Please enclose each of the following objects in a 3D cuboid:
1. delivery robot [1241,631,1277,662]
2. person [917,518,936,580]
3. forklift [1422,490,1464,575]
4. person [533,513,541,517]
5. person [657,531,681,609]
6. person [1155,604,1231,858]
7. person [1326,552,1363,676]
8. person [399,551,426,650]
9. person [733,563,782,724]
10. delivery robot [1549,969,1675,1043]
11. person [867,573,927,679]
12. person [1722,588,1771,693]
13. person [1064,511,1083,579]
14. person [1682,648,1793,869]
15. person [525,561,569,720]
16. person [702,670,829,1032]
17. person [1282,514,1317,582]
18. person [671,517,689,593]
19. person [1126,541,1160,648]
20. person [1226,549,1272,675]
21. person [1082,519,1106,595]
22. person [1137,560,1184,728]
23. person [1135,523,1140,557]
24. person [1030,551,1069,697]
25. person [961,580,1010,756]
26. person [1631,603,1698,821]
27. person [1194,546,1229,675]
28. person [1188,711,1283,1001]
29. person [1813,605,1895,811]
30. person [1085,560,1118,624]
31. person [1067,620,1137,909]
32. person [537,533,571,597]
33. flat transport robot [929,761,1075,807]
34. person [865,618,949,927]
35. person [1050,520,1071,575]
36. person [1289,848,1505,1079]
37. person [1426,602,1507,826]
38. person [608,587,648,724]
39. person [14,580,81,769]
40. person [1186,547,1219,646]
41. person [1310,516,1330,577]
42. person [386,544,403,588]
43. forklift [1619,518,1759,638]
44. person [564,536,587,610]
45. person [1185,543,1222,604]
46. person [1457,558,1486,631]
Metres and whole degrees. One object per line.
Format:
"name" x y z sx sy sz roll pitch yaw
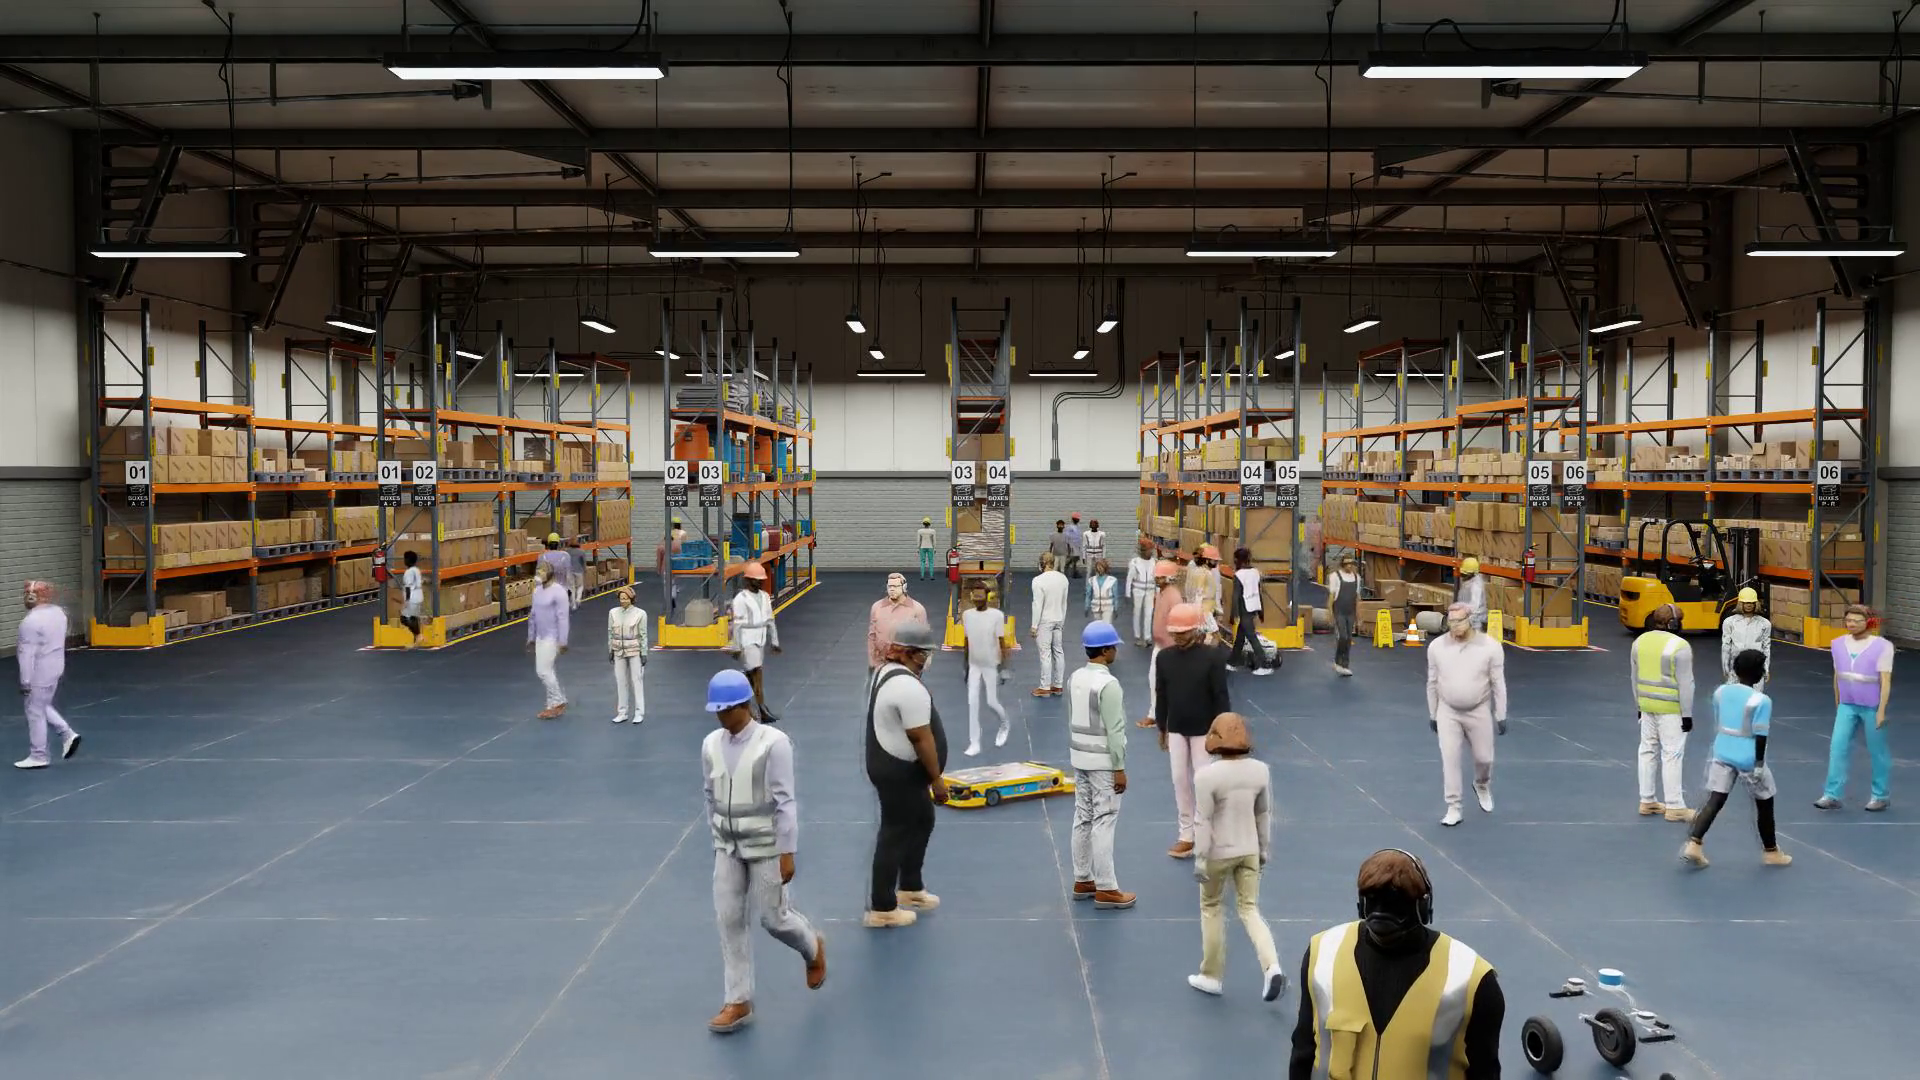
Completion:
"delivery robot" 4.585 1.640 24.884 0.477 0.478 0.707 -1 2 -17
"person" -0.937 0.251 45.477 0.533 1.767 0.324 0 2 1
"forklift" 13.926 -0.371 47.846 1.873 2.768 1.129 0 2 0
"person" -11.053 0.281 42.235 0.666 1.958 0.854 0 2 8
"person" -6.369 0.660 35.319 0.528 1.757 0.483 0 2 -7
"person" 1.824 1.461 12.542 0.658 1.965 0.672 2 3 41
"person" 5.658 1.088 23.687 0.548 1.825 0.423 -1 2 -22
"person" -9.214 1.018 27.132 0.361 1.682 0.548 0 2 0
"person" -2.349 1.231 19.171 0.892 1.903 0.548 1 3 33
"delivery robot" 3.134 2.192 7.784 0.335 0.223 0.698 -1 2 -15
"person" -0.688 1.304 17.220 0.640 1.909 0.409 1 2 14
"person" 8.442 1.380 17.334 0.487 1.744 0.294 1 2 13
"person" 3.227 0.138 46.358 0.638 1.925 0.544 2 3 35
"person" 5.809 1.632 12.080 0.868 1.656 0.537 -1 2 -22
"person" -4.977 1.211 19.465 0.469 1.923 0.638 -2 3 -42
"person" -1.076 1.639 8.770 0.645 1.914 0.755 1 3 30
"person" 9.451 0.223 44.889 1.039 1.877 0.641 0 2 3
"person" -7.094 0.376 40.728 0.598 1.887 0.875 1 2 21
"person" 3.153 0.931 27.730 0.625 1.821 1.027 0 2 -6
"person" 4.261 1.062 24.059 1.008 1.857 0.613 2 3 40
"person" 3.307 0.419 39.787 0.577 1.882 0.349 0 2 7
"person" 2.526 1.213 18.930 0.858 1.968 0.610 -1 2 -17
"person" 5.337 0.250 47.133 0.497 1.635 0.286 -1 2 -20
"person" 1.177 1.117 21.557 0.631 1.939 0.372 -2 3 -44
"person" 0.286 1.337 17.211 0.529 1.853 0.709 1 3 27
"person" 6.089 1.467 13.938 0.430 1.844 0.623 -1 2 -21
"person" 3.704 1.050 23.680 0.737 1.905 0.543 1 2 17
"person" 1.549 1.775 9.059 0.509 1.614 0.653 -1 3 -25
"person" 7.822 1.477 14.101 0.901 1.809 0.590 -1 3 -32
"person" 2.283 1.115 25.859 0.522 1.594 0.881 1 2 24
"person" 0.958 1.525 11.118 0.380 1.951 0.603 -1 3 -26
"person" -7.267 0.830 28.924 0.593 1.922 0.387 -1 2 -18
"flat transport robot" 0.363 2.227 14.803 1.431 0.197 0.652 -2 3 -37
"person" -0.311 1.521 10.616 0.679 2.000 0.701 -1 2 -13
"person" 2.496 0.416 40.362 0.547 1.847 0.603 0 2 4
"person" 1.271 1.830 4.784 0.621 1.845 0.429 1 3 27
"person" 4.313 1.455 13.763 0.661 1.878 0.708 1 3 25
"person" -3.939 1.365 19.181 0.508 1.630 0.324 1 2 18
"person" -9.236 1.347 16.264 0.485 1.892 0.669 0 2 -1
"person" 3.744 1.027 25.240 0.489 1.833 0.643 -1 3 -33
"person" 10.294 0.188 45.720 0.906 1.865 0.667 0 2 -12
"person" -11.779 0.694 33.954 0.613 1.785 0.900 0 2 -1
"forklift" 13.417 0.684 29.791 2.313 2.155 1.214 0 2 0
"person" -8.446 0.723 35.437 0.500 1.621 0.362 0 2 -4
"person" 4.205 0.948 27.767 0.604 1.779 0.918 0 2 -5
"person" 7.321 1.136 23.149 0.406 1.788 0.734 1 2 13
